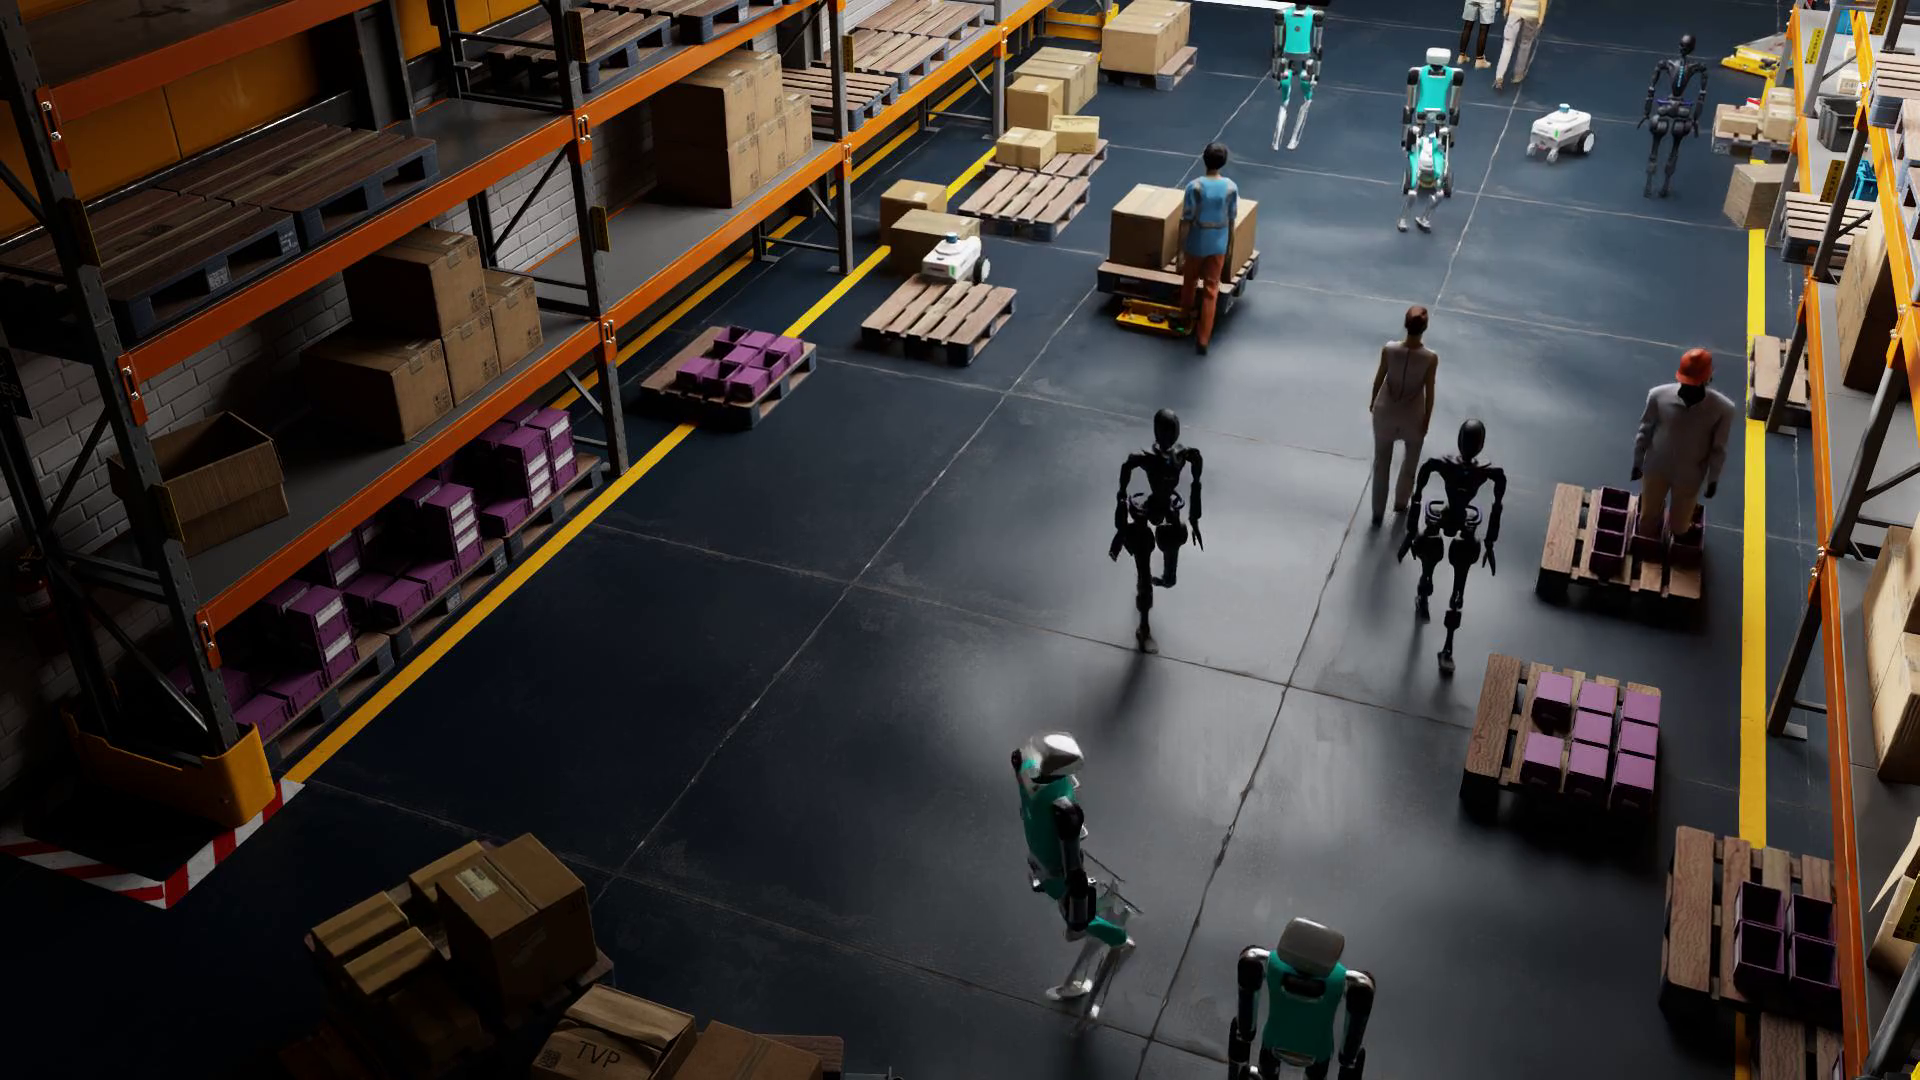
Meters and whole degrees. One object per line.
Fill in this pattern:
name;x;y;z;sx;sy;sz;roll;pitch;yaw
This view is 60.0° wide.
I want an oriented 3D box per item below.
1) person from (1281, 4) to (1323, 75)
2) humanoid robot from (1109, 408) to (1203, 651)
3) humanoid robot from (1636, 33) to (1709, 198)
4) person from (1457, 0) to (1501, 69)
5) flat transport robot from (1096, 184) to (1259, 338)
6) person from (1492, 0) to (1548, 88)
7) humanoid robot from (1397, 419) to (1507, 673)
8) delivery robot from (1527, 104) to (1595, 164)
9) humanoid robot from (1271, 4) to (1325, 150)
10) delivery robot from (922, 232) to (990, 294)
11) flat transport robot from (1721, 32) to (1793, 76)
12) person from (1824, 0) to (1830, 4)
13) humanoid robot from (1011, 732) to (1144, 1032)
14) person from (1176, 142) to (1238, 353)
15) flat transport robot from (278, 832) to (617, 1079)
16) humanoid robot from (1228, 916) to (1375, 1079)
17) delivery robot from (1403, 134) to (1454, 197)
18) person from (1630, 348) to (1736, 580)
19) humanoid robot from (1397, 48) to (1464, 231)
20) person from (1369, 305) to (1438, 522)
person;4.167;-6.637;20.341;0.541;1.919;0.517;-5;33;-8
humanoid robot;1.218;-0.139;10.520;0.610;1.634;0.628;-7;34;-11
humanoid robot;7.272;-4.334;17.021;0.596;1.640;0.393;11;34;16
person;6.510;-6.741;20.704;0.315;1.699;0.539;-25;41;-34
flat transport robot;1.966;-2.237;15.054;0.659;0.231;1.431;14;35;21
person;6.762;-6.298;19.981;0.511;1.740;0.801;16;36;23
humanoid robot;3.060;-0.029;10.381;0.599;1.631;0.780;7;34;11
delivery robot;6.594;-4.499;18.263;0.744;0.564;0.499;-25;41;-33
humanoid robot;3.686;-5.124;18.187;0.551;1.822;0.674;10;34;15
delivery robot;-0.066;-2.534;15.268;0.499;0.614;0.797;12;35;18
flat transport robot;10.397;-6.171;21.143;1.431;0.231;0.659;-22;39;-30
person;11.011;-6.738;20.547;0.539;1.865;0.370;7;33;10
humanoid robot;0.607;1.585;7.782;0.737;1.781;0.533;-13;35;-20
person;2.086;-2.528;14.157;0.505;1.722;0.854;0;33;0
flat transport robot;-2.482;2.279;8.064;1.431;0.231;0.659;-27;42;-35
humanoid robot;1.267;2.395;6.610;0.540;1.865;0.726;11;34;16
delivery robot;4.925;-3.942;17.432;0.499;0.598;0.798;7;34;11
person;4.734;-0.497;11.002;0.580;1.732;0.454;19;38;27
humanoid robot;4.534;-3.816;16.094;0.542;1.746;0.685;5;33;8
person;3.092;-0.898;11.709;0.456;1.641;0.450;12;35;18
